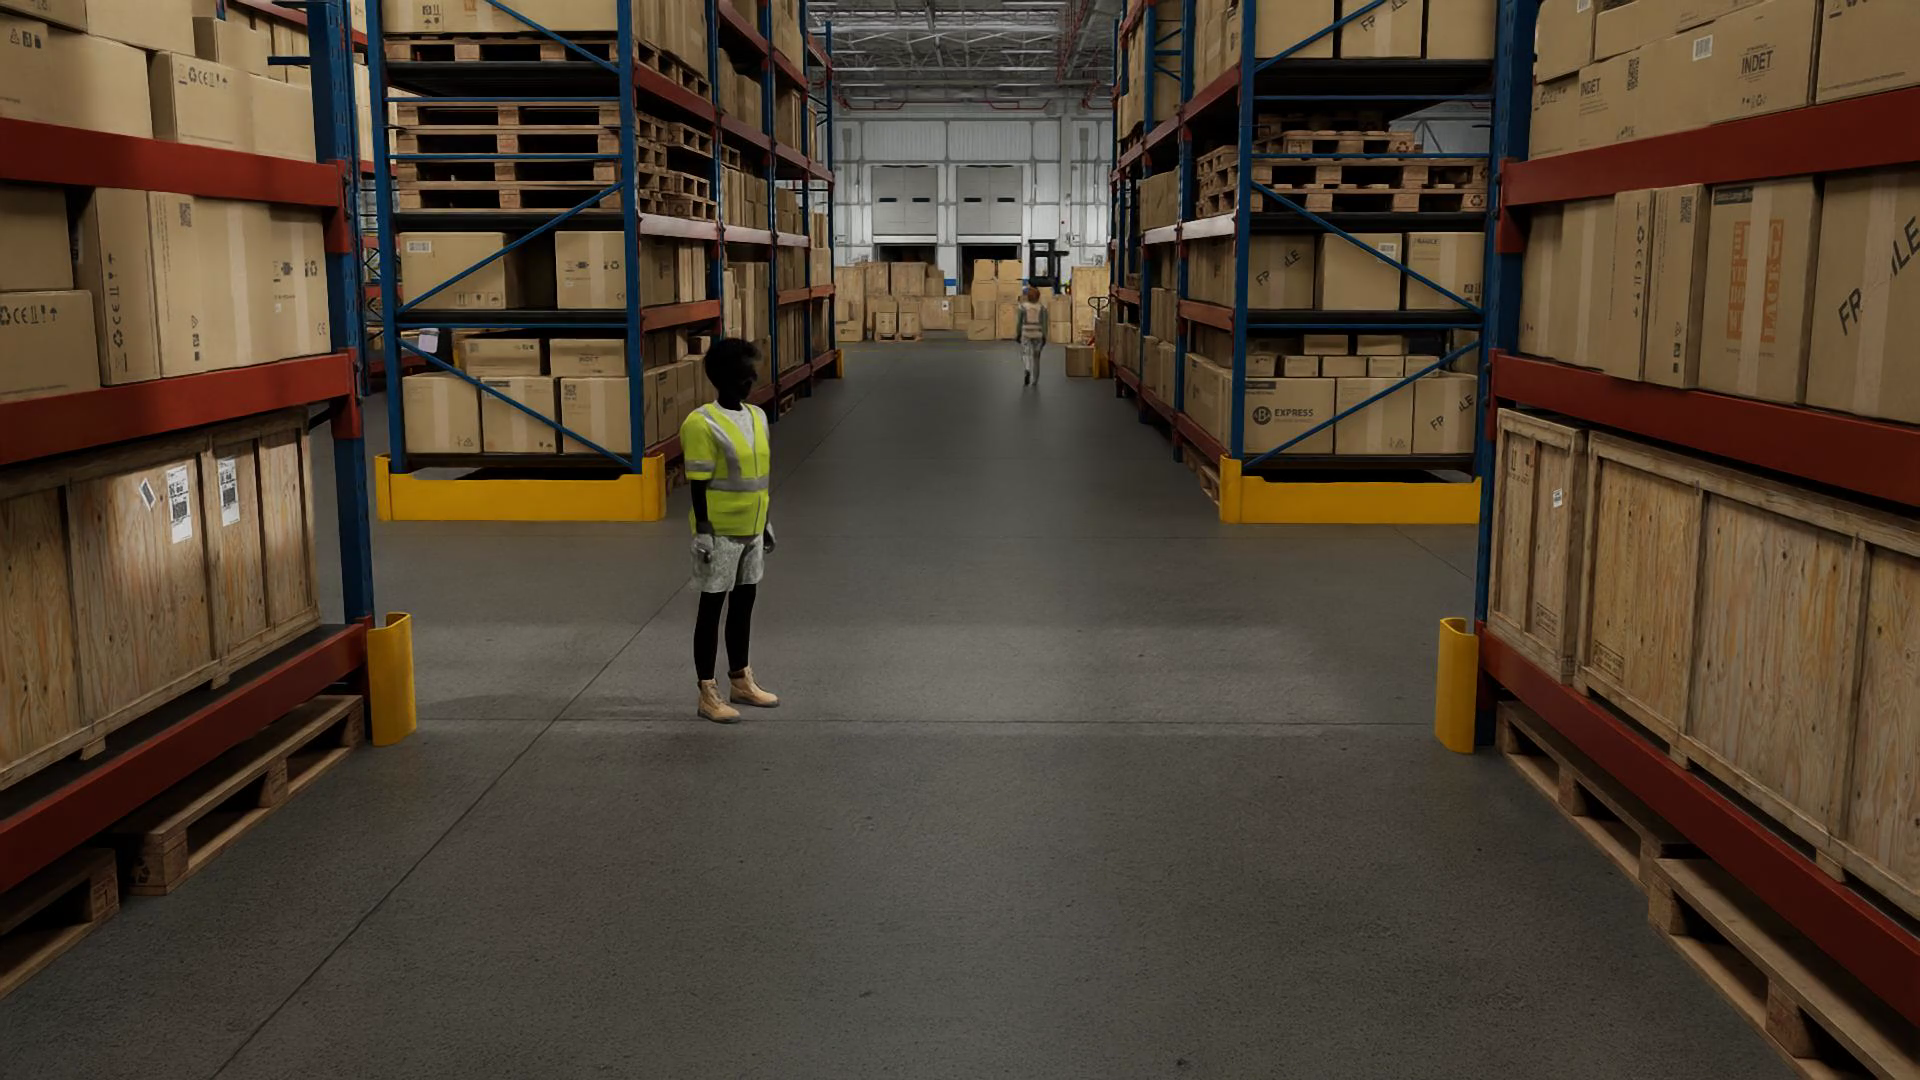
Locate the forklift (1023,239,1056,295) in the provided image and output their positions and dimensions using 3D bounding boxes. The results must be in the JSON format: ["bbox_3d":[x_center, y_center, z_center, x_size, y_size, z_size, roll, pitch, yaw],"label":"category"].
[{"bbox_3d":[2.839,-9.070,57.888,1.129,2.768,1.873,6,11,33],"label":"forklift"}]

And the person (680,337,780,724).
[{"bbox_3d":[-1.015,-0.050,7.399,0.319,1.698,0.532,5,11,29],"label":"person"}]

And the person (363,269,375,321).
[{"bbox_3d":[-19.753,-8.052,54.755,1.012,1.897,0.631,-4,10,-22],"label":"person"}]

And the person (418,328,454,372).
[{"bbox_3d":[-6.178,-2.187,19.640,0.419,1.912,0.633,-9,13,-44],"label":"person"}]

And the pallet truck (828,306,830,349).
[{"bbox_3d":[-3.100,-3.940,29.800,1.885,1.965,0.823,3,10,19],"label":"pallet truck"}]

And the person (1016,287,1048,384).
[{"bbox_3d":[1.192,-3.359,27.420,0.522,1.621,0.623,0,9,-2],"label":"person"}]
